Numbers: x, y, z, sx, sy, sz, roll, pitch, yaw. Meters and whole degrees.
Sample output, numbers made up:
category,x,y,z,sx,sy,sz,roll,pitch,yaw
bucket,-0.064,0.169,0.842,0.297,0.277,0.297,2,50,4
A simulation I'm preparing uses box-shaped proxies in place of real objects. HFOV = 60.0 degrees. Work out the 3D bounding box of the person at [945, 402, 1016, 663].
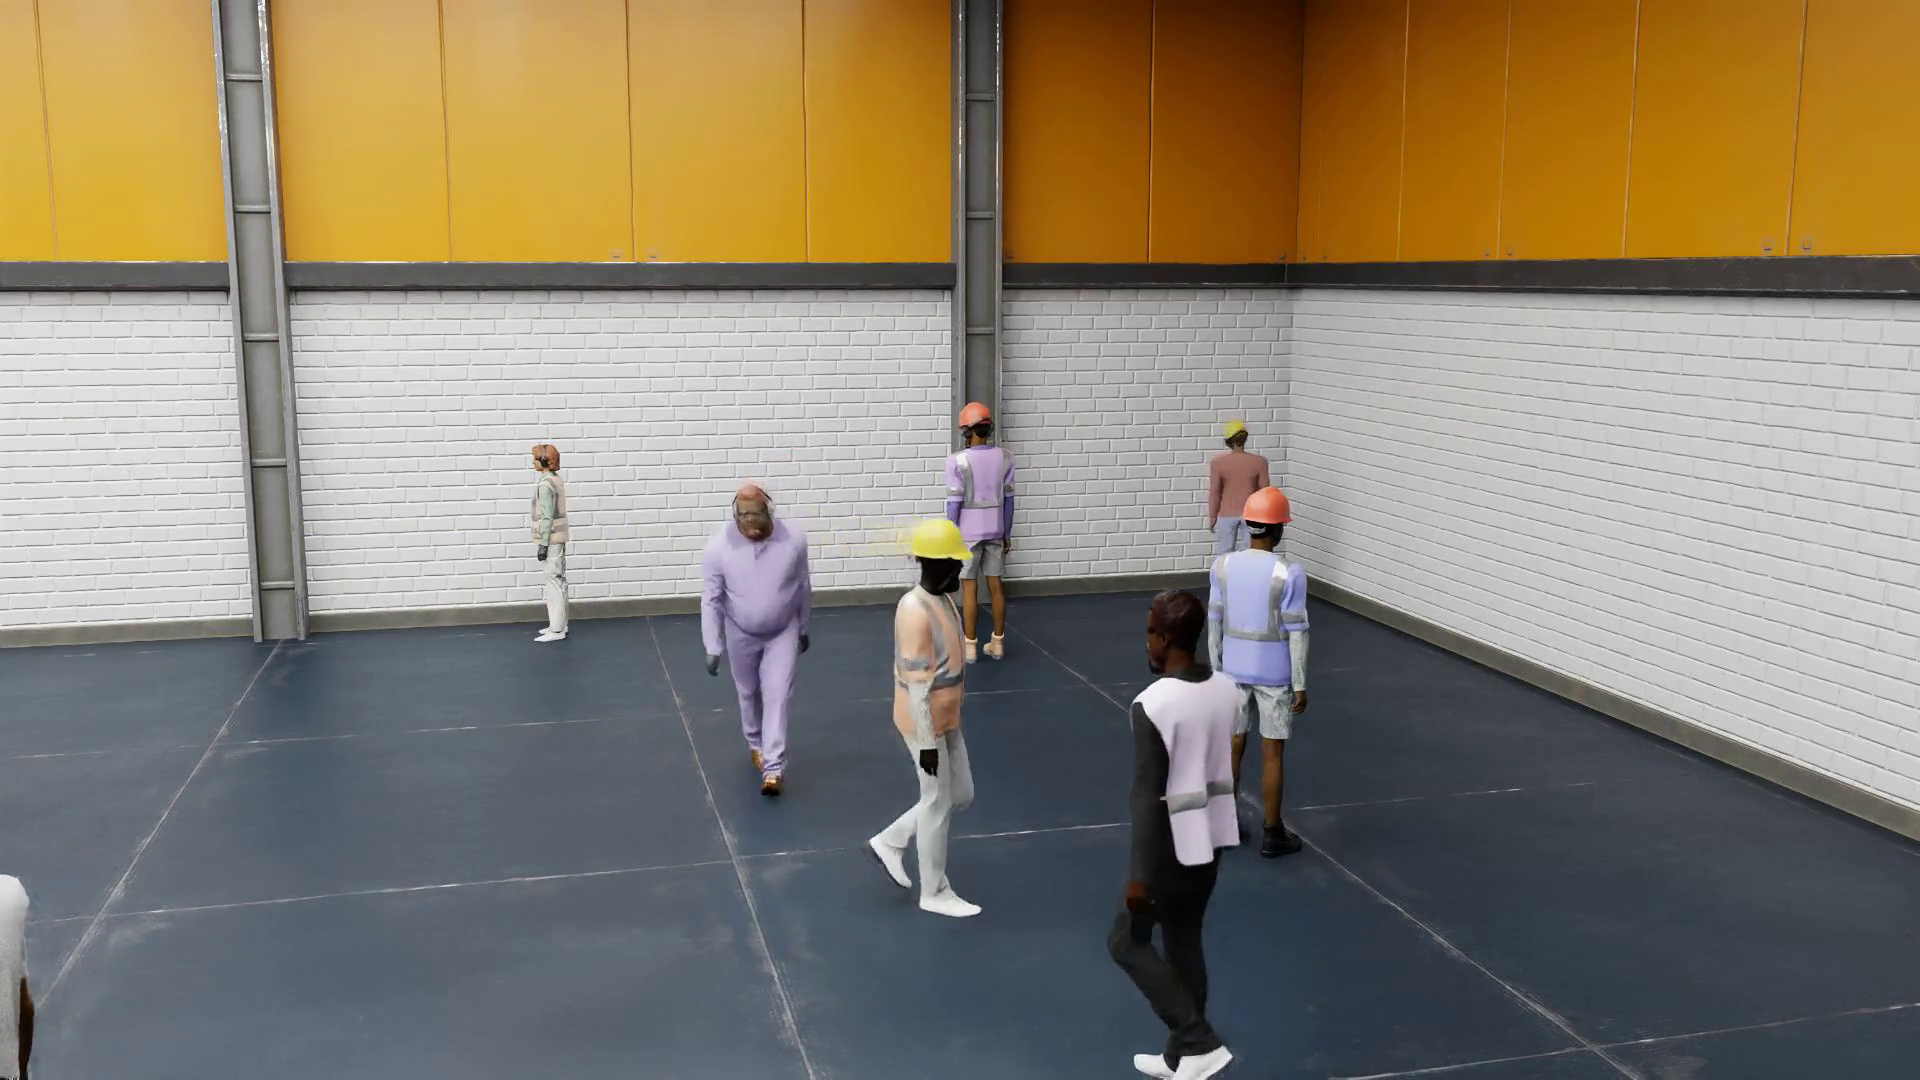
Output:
category,x,y,z,sx,sy,sz,roll,pitch,yaw
person,0.137,-0.057,12.998,0.608,2.042,0.375,-5,10,-30

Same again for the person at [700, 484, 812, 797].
category,x,y,z,sx,sy,sz,roll,pitch,yaw
person,-1.194,0.566,9.807,0.650,1.824,1.067,-1,9,-8

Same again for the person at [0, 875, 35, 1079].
category,x,y,z,sx,sy,sz,roll,pitch,yaw
person,-2.510,1.460,4.100,0.409,1.854,0.567,2,9,13

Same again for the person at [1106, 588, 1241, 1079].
category,x,y,z,sx,sy,sz,roll,pitch,yaw
person,0.792,1.119,6.094,0.448,1.899,0.613,8,12,39

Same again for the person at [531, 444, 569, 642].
category,x,y,z,sx,sy,sz,roll,pitch,yaw
person,-3.389,0.021,13.764,0.309,1.639,0.514,-1,9,-5

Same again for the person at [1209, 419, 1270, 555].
category,x,y,z,sx,sy,sz,roll,pitch,yaw
person,2.500,-0.196,14.851,0.576,1.740,0.468,1,9,7

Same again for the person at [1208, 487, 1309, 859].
category,x,y,z,sx,sy,sz,roll,pitch,yaw
person,1.569,0.685,8.685,0.552,1.936,0.359,7,11,36

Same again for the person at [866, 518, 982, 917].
category,x,y,z,sx,sy,sz,roll,pitch,yaw
person,-0.168,0.836,7.828,0.505,1.911,0.594,3,9,15
